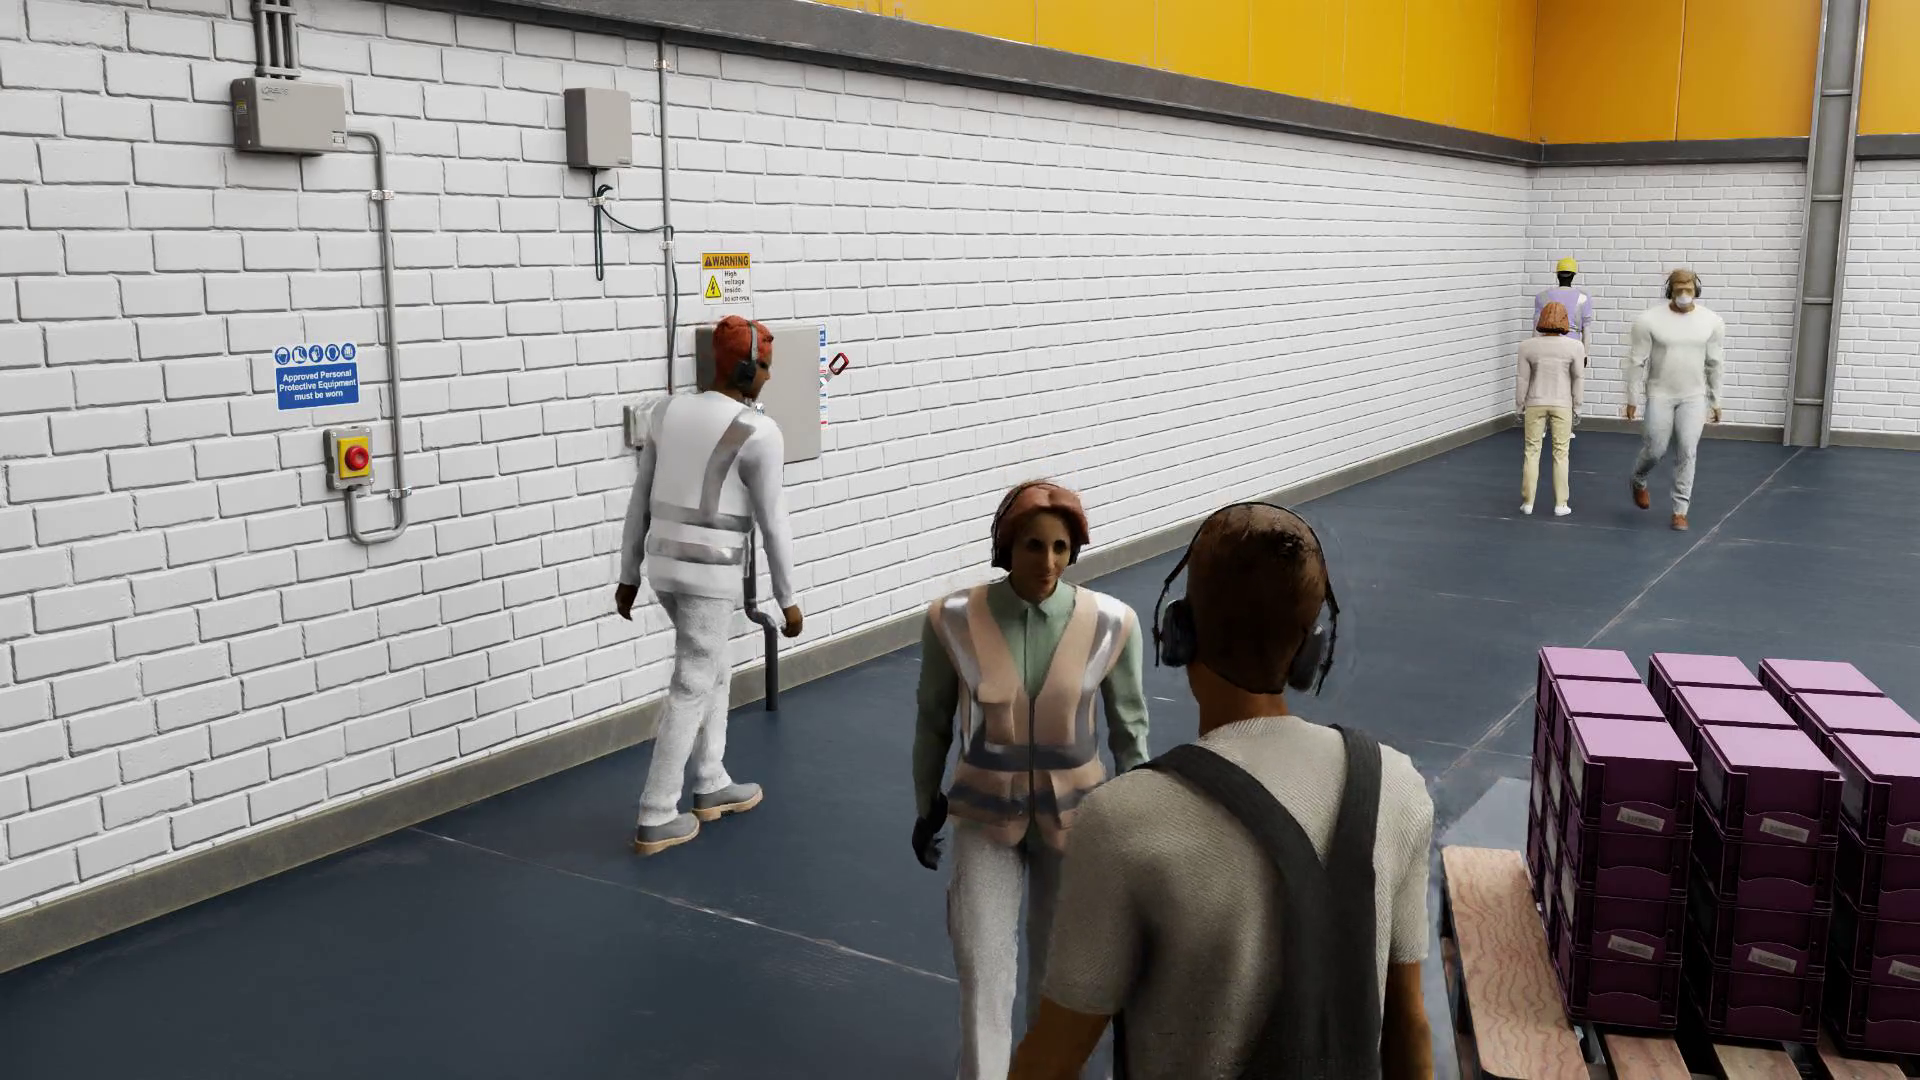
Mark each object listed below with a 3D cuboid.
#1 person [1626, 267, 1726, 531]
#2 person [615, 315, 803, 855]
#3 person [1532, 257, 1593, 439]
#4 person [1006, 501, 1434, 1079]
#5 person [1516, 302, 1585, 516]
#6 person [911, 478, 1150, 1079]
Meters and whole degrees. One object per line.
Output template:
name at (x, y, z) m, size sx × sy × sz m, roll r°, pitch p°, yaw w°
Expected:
person at (5.245, -1.054, 12.266) m, size 0.659 × 1.914 × 0.670 m, roll 2°, pitch 10°, yaw 10°
person at (-0.866, 0.149, 5.797) m, size 0.603 × 1.836 × 0.749 m, roll 8°, pitch 13°, yaw 37°
person at (6.353, -2.020, 17.603) m, size 0.585 × 1.919 × 0.388 m, roll 3°, pitch 11°, yaw 18°
person at (0.300, 0.846, 2.120) m, size 0.583 × 1.776 × 0.990 m, roll -7°, pitch 12°, yaw -33°
person at (4.510, -1.001, 12.744) m, size 0.498 × 1.633 × 0.282 m, roll 4°, pitch 11°, yaw 23°
person at (0.159, 0.646, 3.748) m, size 0.536 × 1.582 × 0.875 m, roll 0°, pitch 10°, yaw -1°
